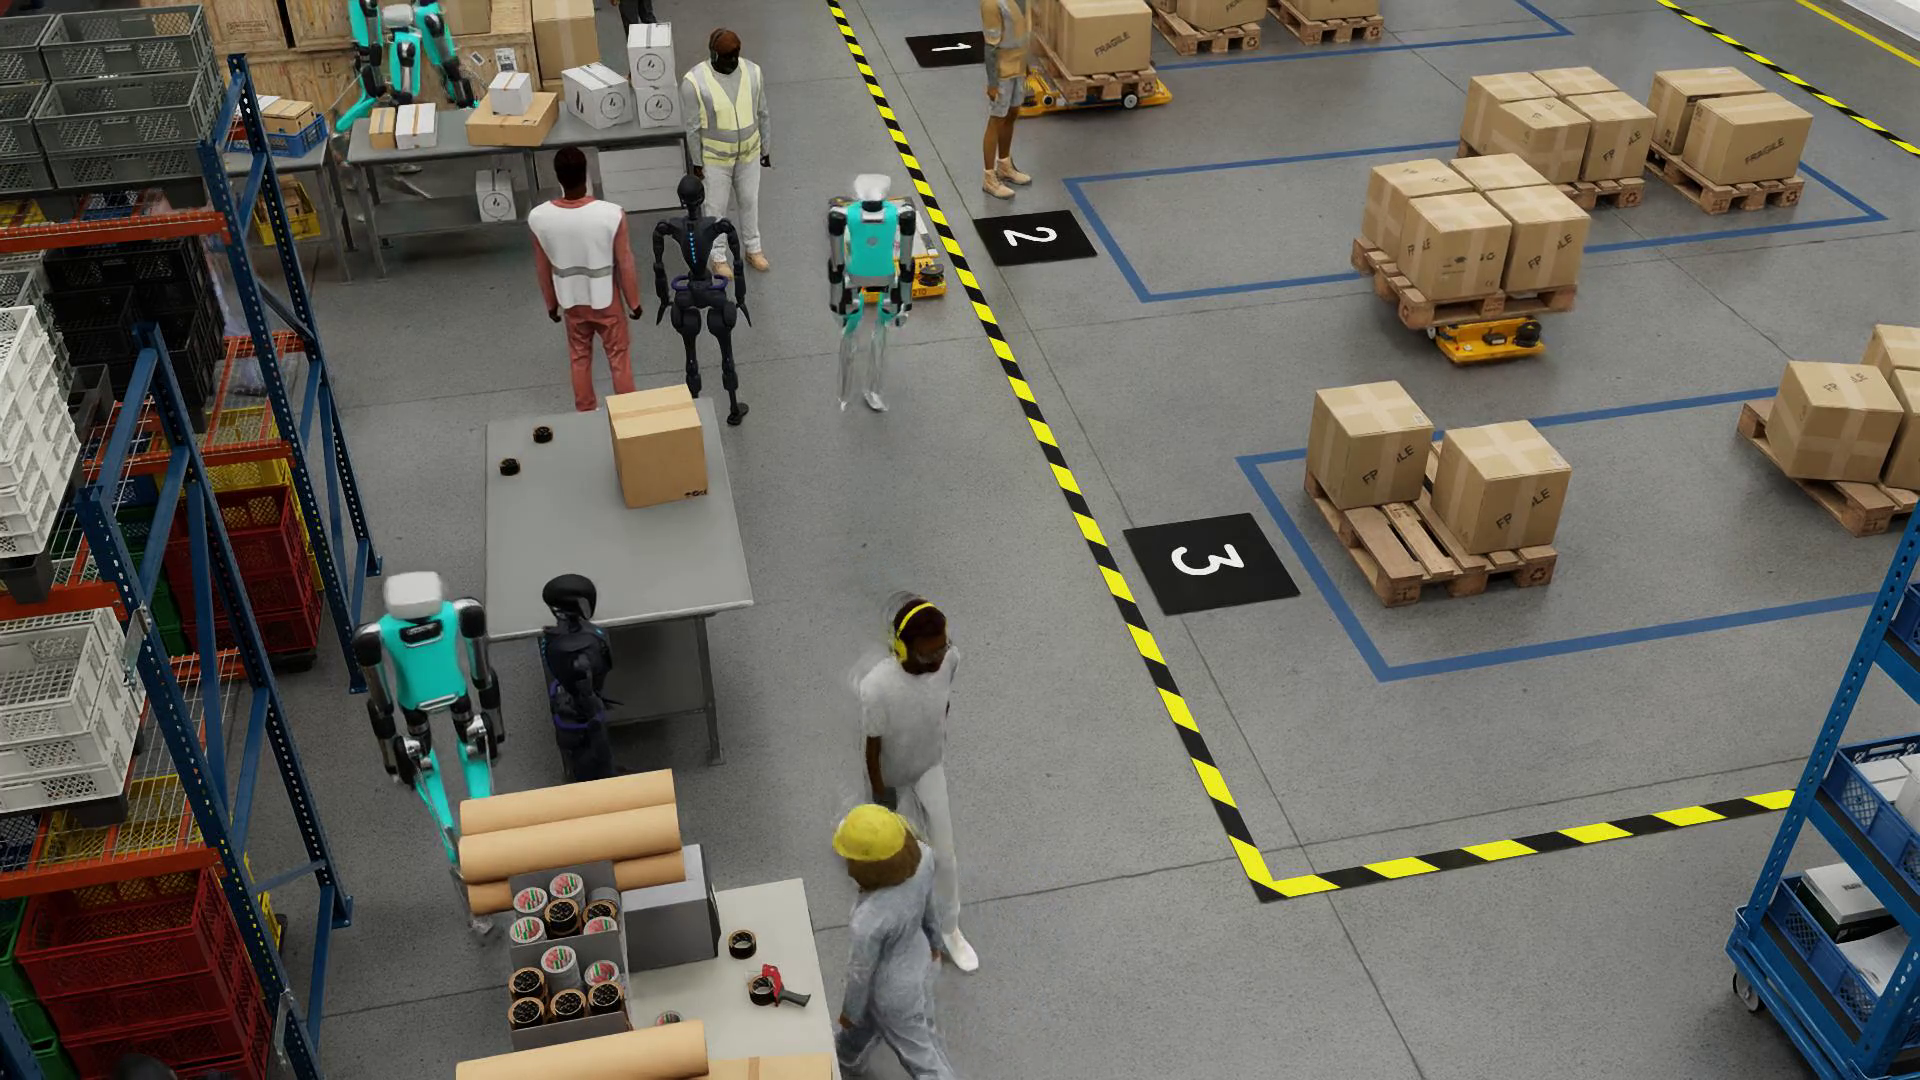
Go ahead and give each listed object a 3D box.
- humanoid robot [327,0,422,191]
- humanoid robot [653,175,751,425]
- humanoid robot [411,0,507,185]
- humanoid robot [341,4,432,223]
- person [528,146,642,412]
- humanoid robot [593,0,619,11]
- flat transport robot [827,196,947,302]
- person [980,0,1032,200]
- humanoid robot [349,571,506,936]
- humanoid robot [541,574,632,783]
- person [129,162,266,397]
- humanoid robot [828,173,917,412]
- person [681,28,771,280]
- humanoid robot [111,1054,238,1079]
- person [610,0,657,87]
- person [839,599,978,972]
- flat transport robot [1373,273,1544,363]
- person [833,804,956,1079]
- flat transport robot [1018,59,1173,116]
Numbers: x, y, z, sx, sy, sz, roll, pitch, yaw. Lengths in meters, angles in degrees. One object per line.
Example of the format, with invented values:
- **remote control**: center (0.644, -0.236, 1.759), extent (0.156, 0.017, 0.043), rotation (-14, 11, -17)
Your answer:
- **humanoid robot**: center (-4.865, -3.614, 13.209), extent (0.885, 1.780, 0.582), rotation (-20, 41, -25)
- **humanoid robot**: center (-1.611, -1.478, 10.347), extent (0.599, 1.657, 0.315), rotation (-1, 37, -1)
- **humanoid robot**: center (-3.823, -3.555, 13.123), extent (0.717, 1.789, 0.567), rotation (-17, 40, -22)
- **humanoid robot**: center (-4.419, -3.135, 12.579), extent (0.999, 1.753, 0.546), rotation (-9, 38, -12)
- **person**: center (-2.259, -1.467, 10.154), extent (0.594, 1.910, 0.393), rotation (1, 37, 2)
- **humanoid robot**: center (-3.670, -6.064, 16.566), extent (0.773, 1.893, 0.545), rotation (-8, 37, -10)
- **flat transport robot**: center (-0.570, -2.220, 12.538), extent (0.659, 0.231, 1.431), rotation (-8, 37, -10)
- **person**: center (0.408, -3.696, 13.046), extent (0.403, 2.030, 0.609), rotation (20, 41, 24)
- **humanoid robot**: center (-2.108, 1.017, 6.995), extent (0.531, 1.847, 0.688), rotation (-17, 40, -22)
- **humanoid robot**: center (-1.607, 0.817, 7.274), extent (0.323, 1.659, 0.595), rotation (-11, 38, -14)
- **person**: center (-5.001, -1.657, 10.553), extent (0.849, 1.730, 0.532), rotation (6, 37, 8)
- **humanoid robot**: center (-0.552, -1.556, 10.426), extent (0.559, 1.774, 0.787), rotation (-3, 37, -4)
- **person**: center (-1.647, -2.783, 11.988), extent (0.628, 1.835, 0.429), rotation (-18, 40, -22)
- **humanoid robot**: center (-2.411, 2.220, 5.383), extent (0.332, 1.654, 0.584), rotation (16, 39, 20)
- **person**: center (-2.950, -5.003, 14.956), extent (0.342, 1.845, 0.510), rotation (24, 43, 28)
- **person**: center (-0.241, 0.919, 7.013), extent (0.498, 1.830, 0.935), rotation (-20, 41, -25)
- **flat transport robot**: center (3.519, -1.726, 11.850), extent (0.652, 0.197, 1.431), rotation (-8, 37, -10)
- **person**: center (-0.265, 1.605, 6.205), extent (0.910, 1.682, 0.488), rotation (17, 40, 21)
- **flat transport robot**: center (1.149, -4.113, 15.058), extent (1.431, 0.197, 0.652), rotation (-8, 37, -10)
